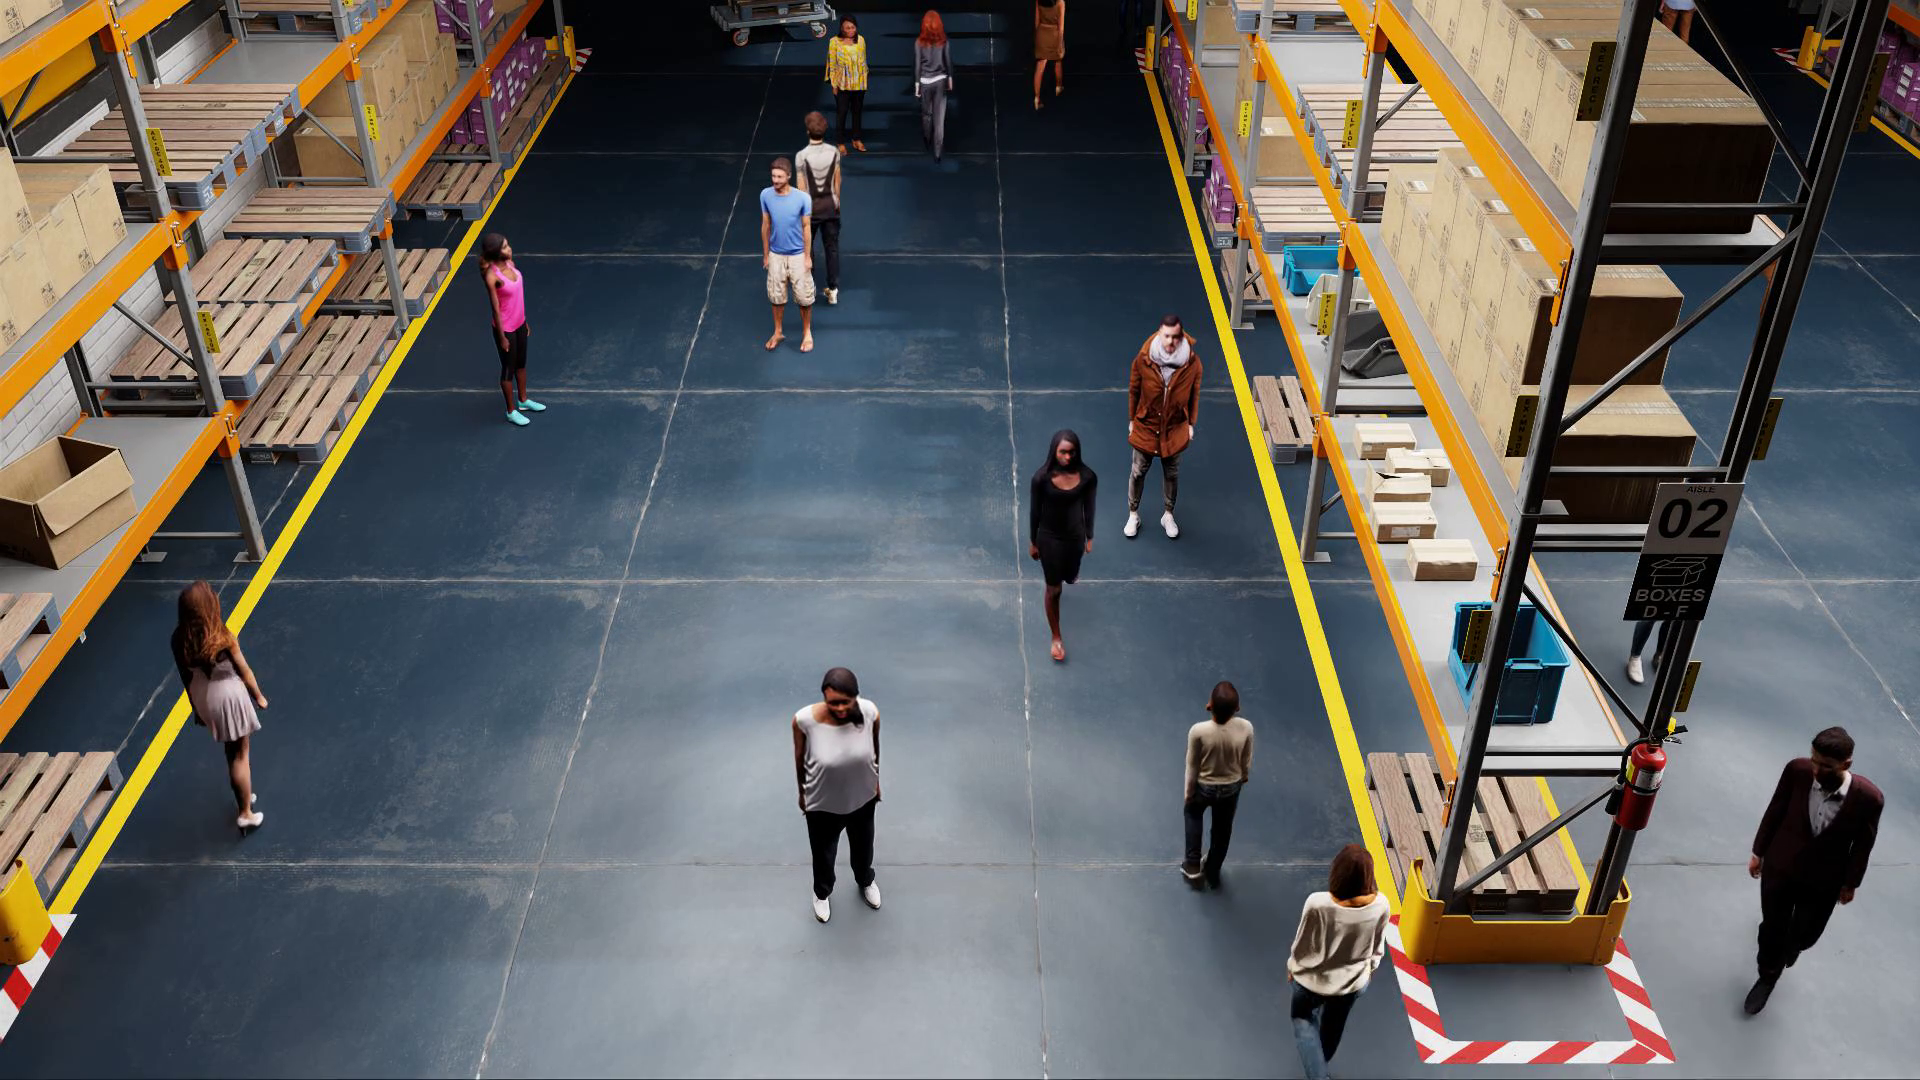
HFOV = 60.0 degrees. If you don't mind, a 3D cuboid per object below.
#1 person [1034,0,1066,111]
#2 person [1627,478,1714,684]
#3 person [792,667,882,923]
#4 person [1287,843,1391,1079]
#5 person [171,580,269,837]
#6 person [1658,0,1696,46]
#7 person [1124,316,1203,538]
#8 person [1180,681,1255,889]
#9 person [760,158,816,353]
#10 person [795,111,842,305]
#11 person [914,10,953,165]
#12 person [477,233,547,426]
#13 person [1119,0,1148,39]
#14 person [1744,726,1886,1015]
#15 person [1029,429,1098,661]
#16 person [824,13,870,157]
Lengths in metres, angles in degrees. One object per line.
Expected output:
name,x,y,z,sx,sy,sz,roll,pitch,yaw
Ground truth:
person,1.087,-6.219,20.928,0.874,1.632,1.183,13,36,18
person,4.837,0.226,11.226,0.630,1.638,0.569,-3,34,-5
person,-0.665,1.415,9.393,0.719,1.688,0.700,-9,35,-13
person,1.858,2.205,8.220,0.623,1.670,0.862,-1,34,-1
person,-4.395,1.065,9.857,0.609,1.756,0.700,5,34,8
person,9.655,-7.222,22.262,0.689,1.827,0.585,2,34,3
person,1.527,-0.866,12.687,0.695,1.840,0.689,1,34,2
person,1.482,1.457,9.542,0.537,1.454,0.503,0,34,0
person,-1.584,-2.647,15.347,0.686,1.863,0.607,6,34,8
person,-1.320,-3.184,16.143,0.803,1.875,0.951,-11,35,-16
person,-0.303,-5.211,19.324,0.681,1.730,1.201,-3,34,-5
person,-3.860,-1.827,14.242,0.694,1.720,0.583,11,35,17
person,2.457,-8.020,23.536,0.723,1.745,0.699,15,36,21
person,4.503,1.695,8.839,0.968,1.835,1.048,21,39,29
person,0.691,-0.045,11.578,0.676,1.701,1.041,-3,34,-5
person,-1.314,-5.395,19.667,0.871,1.656,0.921,-19,38,-26
